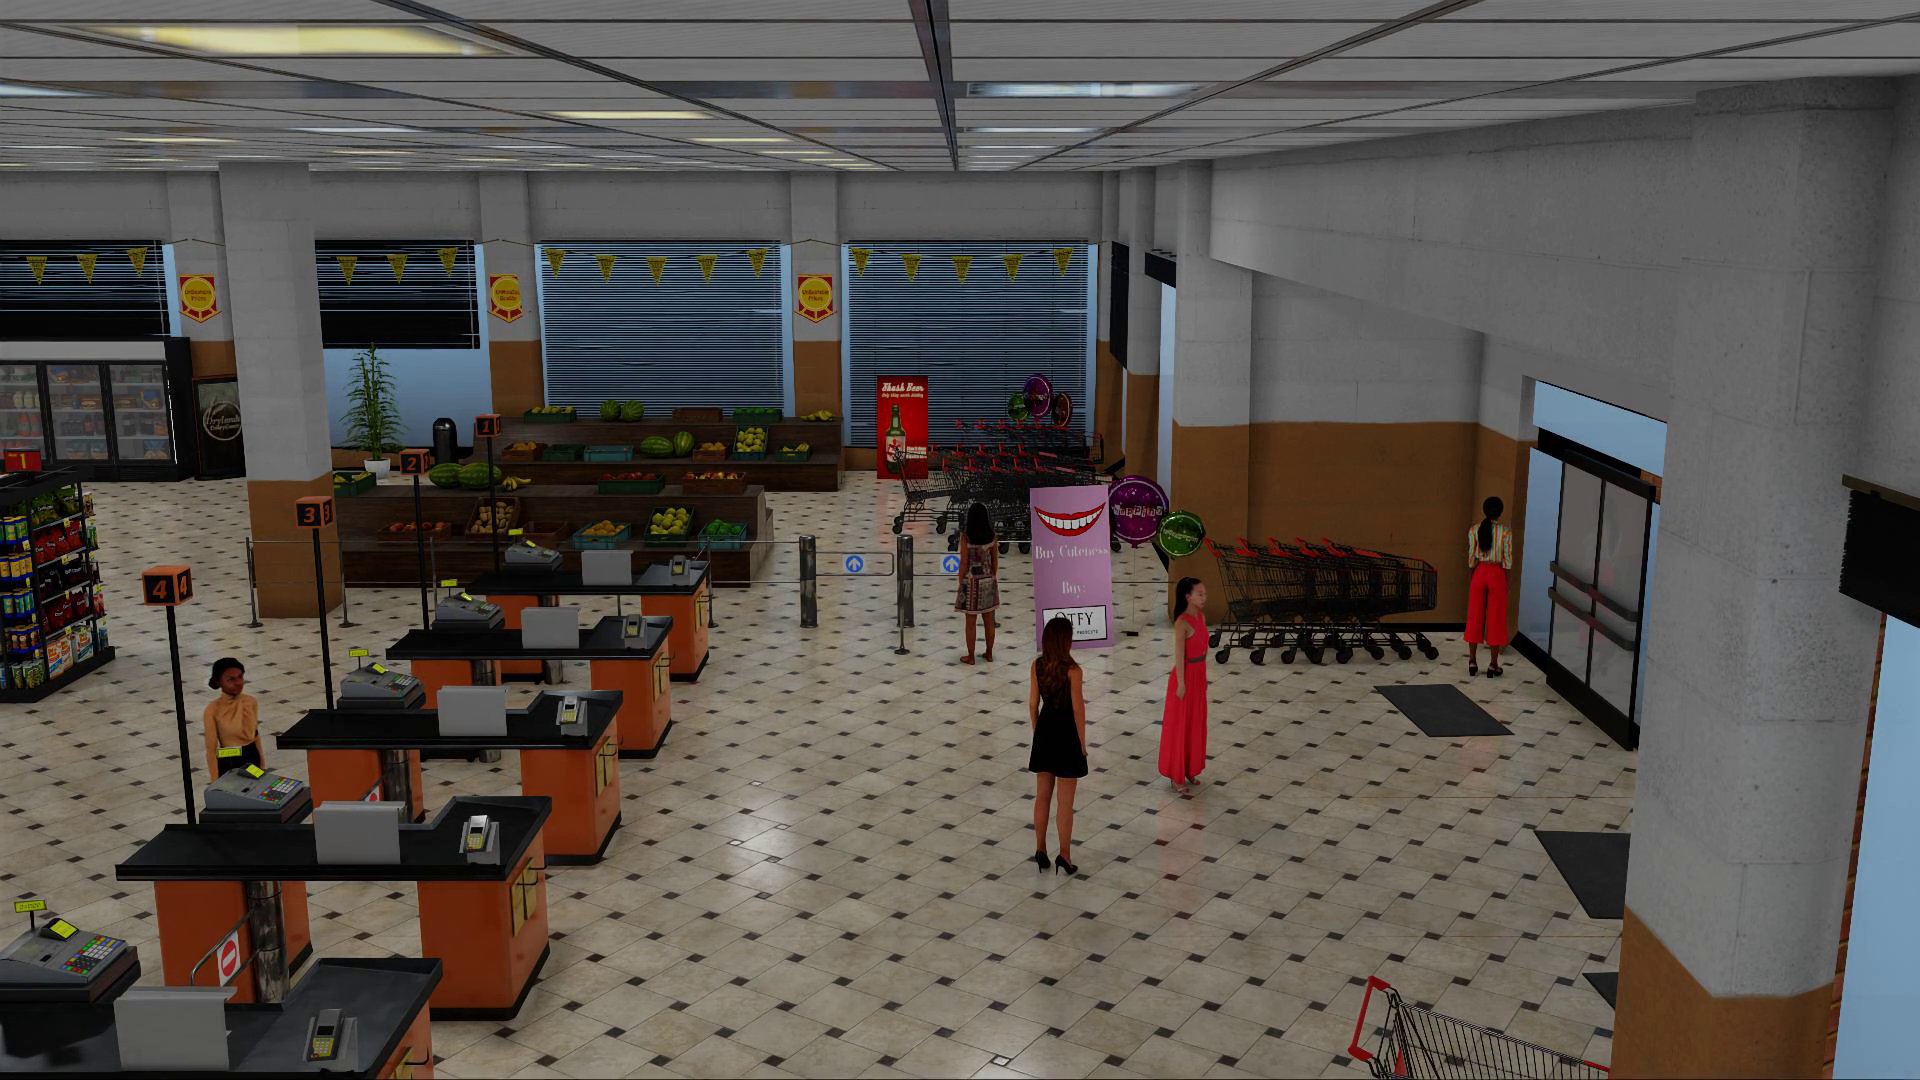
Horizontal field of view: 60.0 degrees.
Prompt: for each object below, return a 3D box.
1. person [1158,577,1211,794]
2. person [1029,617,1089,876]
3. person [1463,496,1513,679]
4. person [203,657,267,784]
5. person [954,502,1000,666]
[{"bbox_3d":[1.814,1.135,13.194,0.747,1.725,0.711,8,15,35],"label":"person"},{"bbox_3d":[0.669,1.428,11.542,0.630,1.834,0.726,8,14,32],"label":"person"},{"bbox_3d":[5.172,0.452,16.274,0.632,1.793,0.736,7,14,31],"label":"person"},{"bbox_3d":[-4.864,1.593,11.198,0.690,1.653,0.660,7,14,29],"label":"person"},{"bbox_3d":[0.179,0.428,16.747,0.642,1.645,0.784,-6,13,-27],"label":"person"}]
